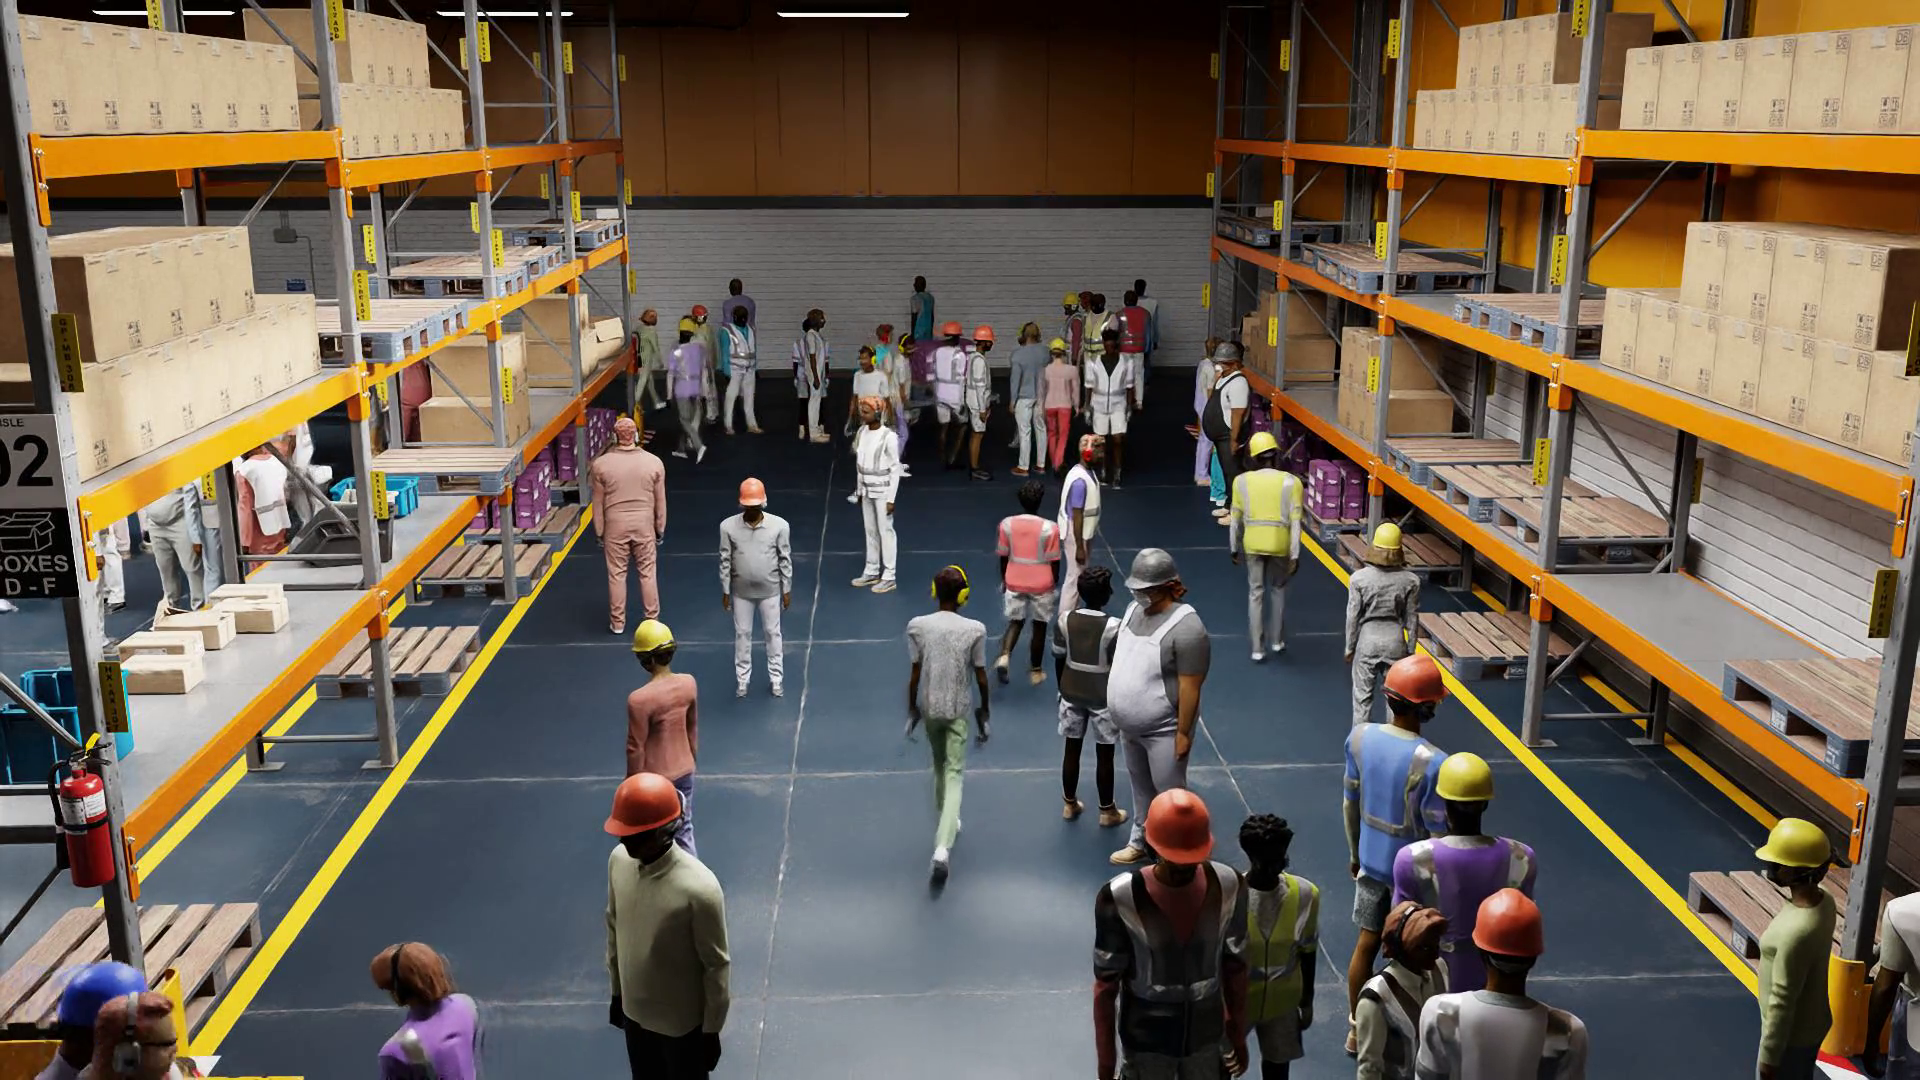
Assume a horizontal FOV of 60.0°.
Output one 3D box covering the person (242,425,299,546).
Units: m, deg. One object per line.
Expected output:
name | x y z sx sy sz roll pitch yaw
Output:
person | -7.208 -0.859 17.327 0.655 1.926 0.450 3 15 12

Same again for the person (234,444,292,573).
person | -5.940 -0.064 14.240 0.399 1.906 0.603 3 15 11

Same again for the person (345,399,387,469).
person | -7.572 -1.871 21.182 0.621 1.985 0.408 4 15 15

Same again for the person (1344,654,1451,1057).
person | 2.058 1.514 7.771 0.375 2.044 0.605 -10 17 -34

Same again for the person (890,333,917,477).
person | -0.709 -1.687 20.765 0.415 1.826 0.626 0 14 -2

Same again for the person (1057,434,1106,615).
person | 1.020 -0.005 14.174 0.408 1.831 0.574 3 15 13

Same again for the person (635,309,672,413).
person | -4.709 -2.713 25.268 0.739 1.595 0.524 -10 17 -33

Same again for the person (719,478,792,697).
person | -1.581 0.368 12.867 0.566 1.744 0.350 0 14 -2

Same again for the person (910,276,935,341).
person | -0.641 -3.487 27.798 0.507 1.845 0.339 -13 19 -42

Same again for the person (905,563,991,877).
person | -0.094 1.069 9.974 0.518 1.827 0.912 4 15 14

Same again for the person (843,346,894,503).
person | -1.118 -1.349 19.430 0.503 1.827 0.932 13 19 41

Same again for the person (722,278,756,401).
person | -3.511 -3.187 26.454 0.367 1.933 0.627 13 19 41

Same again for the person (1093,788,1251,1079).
person | 0.815 1.887 6.338 0.617 2.029 0.409 -3 15 -12

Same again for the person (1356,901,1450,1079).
person | 1.644 2.113 6.223 0.523 1.639 0.306 -13 19 -41

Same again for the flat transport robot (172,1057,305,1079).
flat transport robot | -3.326 2.625 6.942 0.652 0.197 1.431 0 14 -1

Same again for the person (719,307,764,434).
person | -3.113 -2.391 23.619 0.663 1.825 0.651 13 19 42

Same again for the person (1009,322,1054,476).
person | 0.880 -1.766 20.855 0.632 1.940 0.372 -9 17 -31

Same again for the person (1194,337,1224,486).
person | 3.034 -1.563 20.276 0.350 1.835 0.519 -1 14 -3

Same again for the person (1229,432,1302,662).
person | 2.522 0.061 13.791 0.601 1.879 0.651 4 15 14

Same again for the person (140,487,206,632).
person | -6.842 -0.117 14.444 0.639 1.911 0.402 4 15 15

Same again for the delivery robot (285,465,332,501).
delivery robot | -7.600 -0.696 19.227 0.477 0.478 0.707 4 15 16

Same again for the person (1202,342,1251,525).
person | 2.946 -1.200 18.431 0.537 2.000 0.701 0 14 -1

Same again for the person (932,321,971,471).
person | -0.111 -1.817 21.107 0.546 1.912 0.438 10 18 35

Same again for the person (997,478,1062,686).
person | 0.520 0.364 12.992 0.533 1.686 0.507 7 16 24

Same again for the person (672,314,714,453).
person | -3.608 -2.100 22.372 0.554 1.842 0.782 1 14 5

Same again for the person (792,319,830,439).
person | -2.079 -2.255 23.251 0.540 1.699 0.316 -2 14 -7

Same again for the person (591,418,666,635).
person | -2.877 -0.120 14.486 0.636 1.900 0.400 -5 15 -19

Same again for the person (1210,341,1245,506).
person | 3.084 -1.355 19.298 0.397 1.913 0.587 -1 14 -3

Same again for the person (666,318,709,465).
person | -3.534 -1.942 21.663 0.887 1.886 0.613 13 19 41

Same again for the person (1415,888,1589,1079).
person | 1.815 2.107 5.677 0.544 1.929 0.387 6 15 21

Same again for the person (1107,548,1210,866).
person | 1.113 1.013 9.743 0.535 2.000 0.684 -8 16 -29

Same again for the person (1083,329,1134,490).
person | 1.791 -1.576 20.097 0.604 1.938 0.745 2 14 7

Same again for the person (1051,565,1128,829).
person | 0.831 0.988 10.519 0.535 1.699 0.321 9 17 30

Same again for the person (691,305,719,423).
person | -3.785 -2.595 24.514 0.382 1.739 0.566 1 14 2

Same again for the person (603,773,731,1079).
person | -1.181 1.846 6.567 0.623 1.989 0.400 11 18 36

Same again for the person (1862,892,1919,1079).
person | 3.816 1.954 6.461 0.559 1.836 0.394 2 14 7

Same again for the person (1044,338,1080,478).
person | 1.219 -1.665 20.858 0.524 1.738 0.825 4 15 15

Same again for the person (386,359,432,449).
person | -6.719 -1.694 20.367 0.536 2.000 0.674 5 15 20

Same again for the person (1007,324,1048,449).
person | 0.979 -2.118 22.759 0.489 1.689 0.938 9 17 32

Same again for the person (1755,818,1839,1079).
person | 3.291 1.944 6.659 0.339 1.761 0.529 11 18 38

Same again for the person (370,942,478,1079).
person | -1.917 2.190 5.948 0.586 1.618 0.529 5 15 20

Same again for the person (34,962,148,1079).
person | -2.777 2.227 5.325 0.998 1.875 0.629 2 14 8

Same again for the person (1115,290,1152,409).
person | 2.617 -2.913 25.569 0.639 1.839 0.430 -5 15 -17

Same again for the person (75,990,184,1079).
person | -2.498 2.282 5.097 0.410 1.896 0.680 2 14 6

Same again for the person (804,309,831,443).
person | -1.981 -2.278 23.052 0.345 1.846 0.507 0 14 0

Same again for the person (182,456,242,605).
person | -6.402 -0.095 14.366 0.410 1.908 0.598 8 16 28

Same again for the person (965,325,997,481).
person | 0.265 -1.688 20.575 0.389 1.930 0.544 -1 14 -6

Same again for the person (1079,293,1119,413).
person | 2.079 -2.805 25.132 0.626 1.840 0.430 11 18 36

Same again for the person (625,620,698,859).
person | -1.652 1.297 9.203 0.341 1.756 0.531 9 17 30

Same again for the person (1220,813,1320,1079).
person | 1.226 1.914 6.909 0.537 1.693 0.319 -1 14 -4

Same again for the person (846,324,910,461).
person | -1.087 -1.914 21.716 0.897 1.810 0.584 -7 16 -25

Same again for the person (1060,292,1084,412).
person | 1.718 -2.865 25.407 0.403 1.825 0.596 0 14 -1

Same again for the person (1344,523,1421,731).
person | 2.886 0.735 11.427 0.494 1.743 0.304 1 14 6

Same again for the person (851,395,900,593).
person | -0.793 -0.440 15.763 0.357 1.881 0.574 -11 18 -37

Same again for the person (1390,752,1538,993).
person | 2.047 1.799 6.884 0.587 1.926 0.366 -1 14 -2

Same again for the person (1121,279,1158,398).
person | 2.848 -3.248 26.740 0.615 1.896 0.630 -2 14 -6
